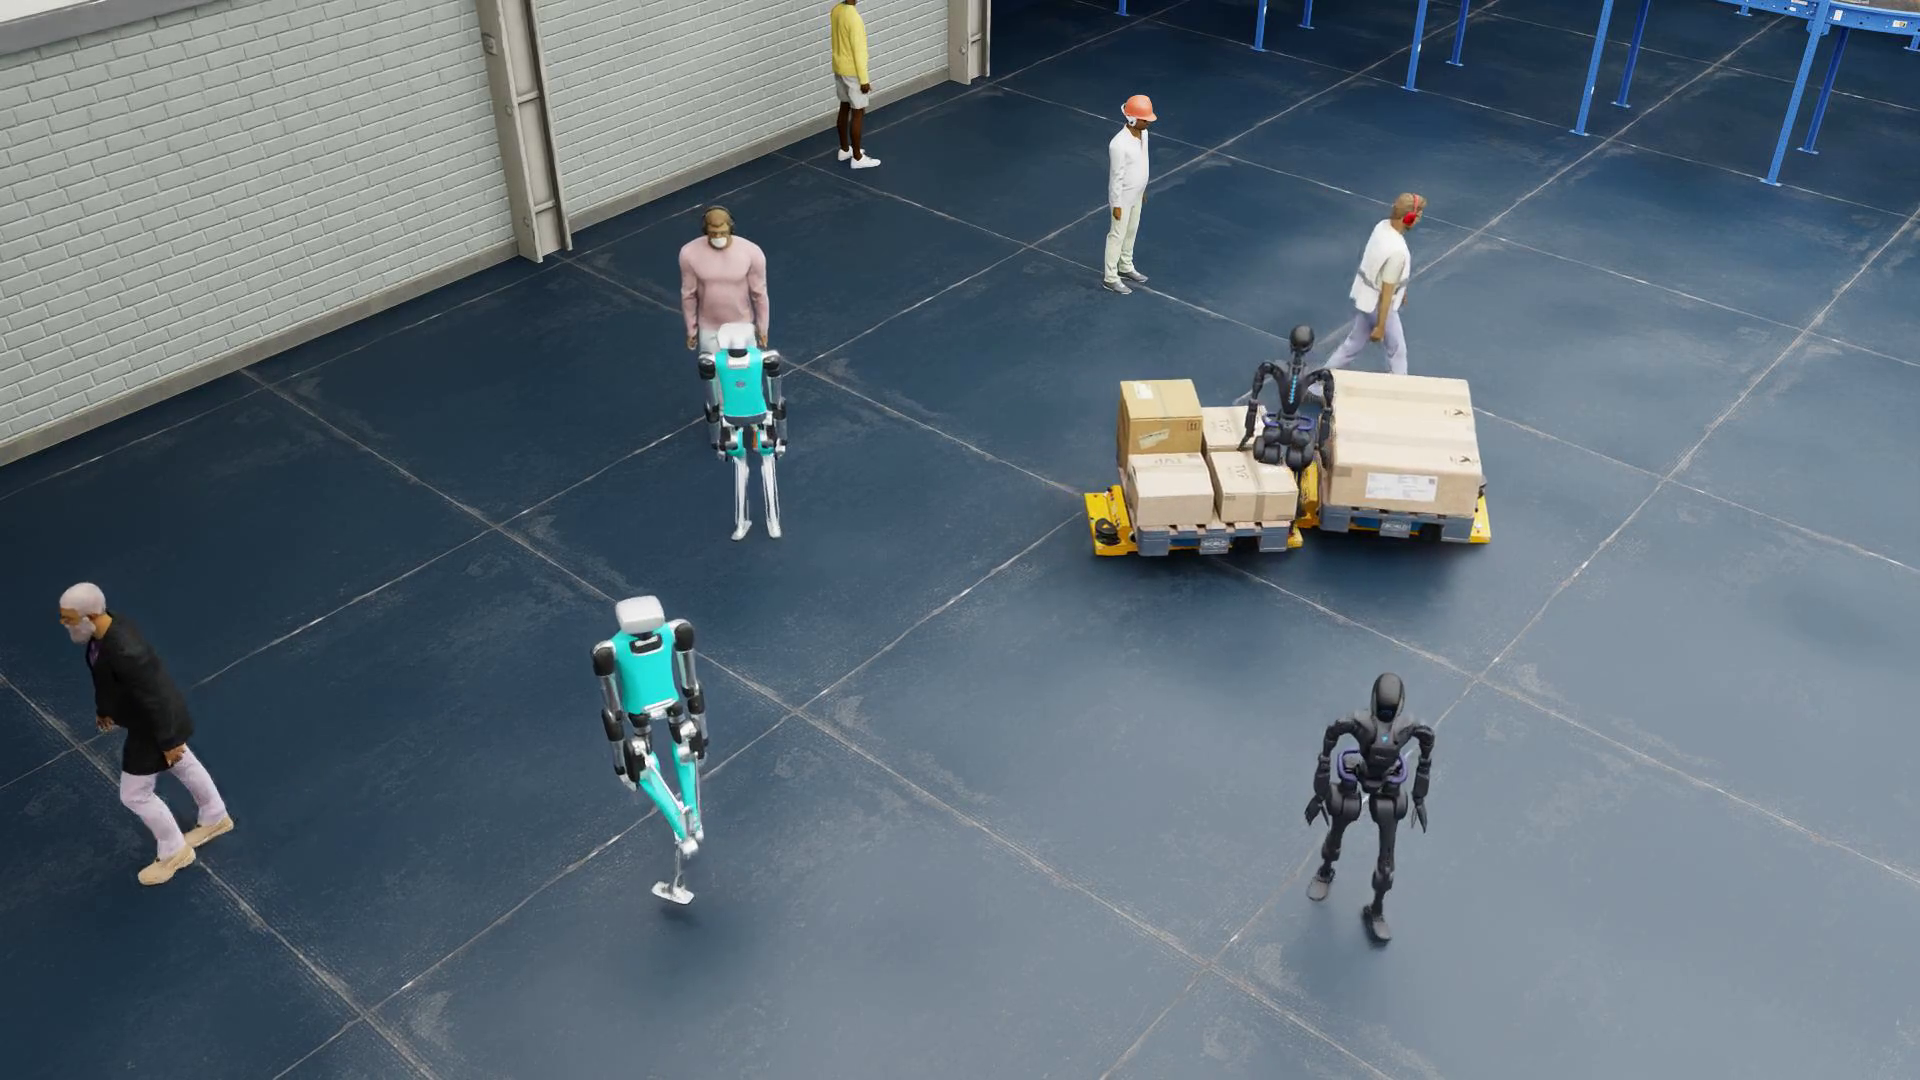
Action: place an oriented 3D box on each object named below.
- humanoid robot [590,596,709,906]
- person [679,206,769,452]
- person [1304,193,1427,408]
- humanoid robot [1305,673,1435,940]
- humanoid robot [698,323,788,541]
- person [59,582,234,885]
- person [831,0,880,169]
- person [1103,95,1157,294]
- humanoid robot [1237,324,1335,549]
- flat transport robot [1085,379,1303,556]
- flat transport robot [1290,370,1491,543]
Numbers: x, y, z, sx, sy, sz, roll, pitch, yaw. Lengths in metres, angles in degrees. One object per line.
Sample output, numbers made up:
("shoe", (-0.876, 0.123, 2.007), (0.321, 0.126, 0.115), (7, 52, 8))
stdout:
("humanoid robot", (-1.462, 1.170, 8.495), (0.541, 1.743, 0.988), (-18, 39, -24))
("person", (-1.699, -1.539, 12.122), (0.630, 1.933, 0.407), (1, 35, 1))
("person", (3.146, -1.772, 12.581), (0.936, 1.780, 0.578), (-4, 36, -5))
("humanoid robot", (2.072, 1.280, 8.388), (0.611, 1.633, 0.526), (2, 36, 3))
("humanoid robot", (-1.412, -0.774, 11.173), (0.536, 1.736, 0.757), (-2, 35, -2))
("person", (-4.314, 0.983, 8.658), (0.676, 1.830, 0.546), (-21, 40, -27))
("person", (-1.073, -4.638, 16.509), (0.373, 1.892, 0.576), (-19, 39, -24))
("person", (1.470, -2.978, 14.298), (0.347, 1.743, 0.561), (20, 40, 25))
("humanoid robot", (2.169, -0.677, 11.125), (0.609, 1.652, 0.308), (6, 36, 8))
("flat transport robot", (1.623, -0.173, 11.631), (1.431, 0.231, 0.659), (-2, 36, -3))
("flat transport robot", (3.004, -0.289, 11.794), (1.431, 0.231, 0.659), (5, 36, 8))
